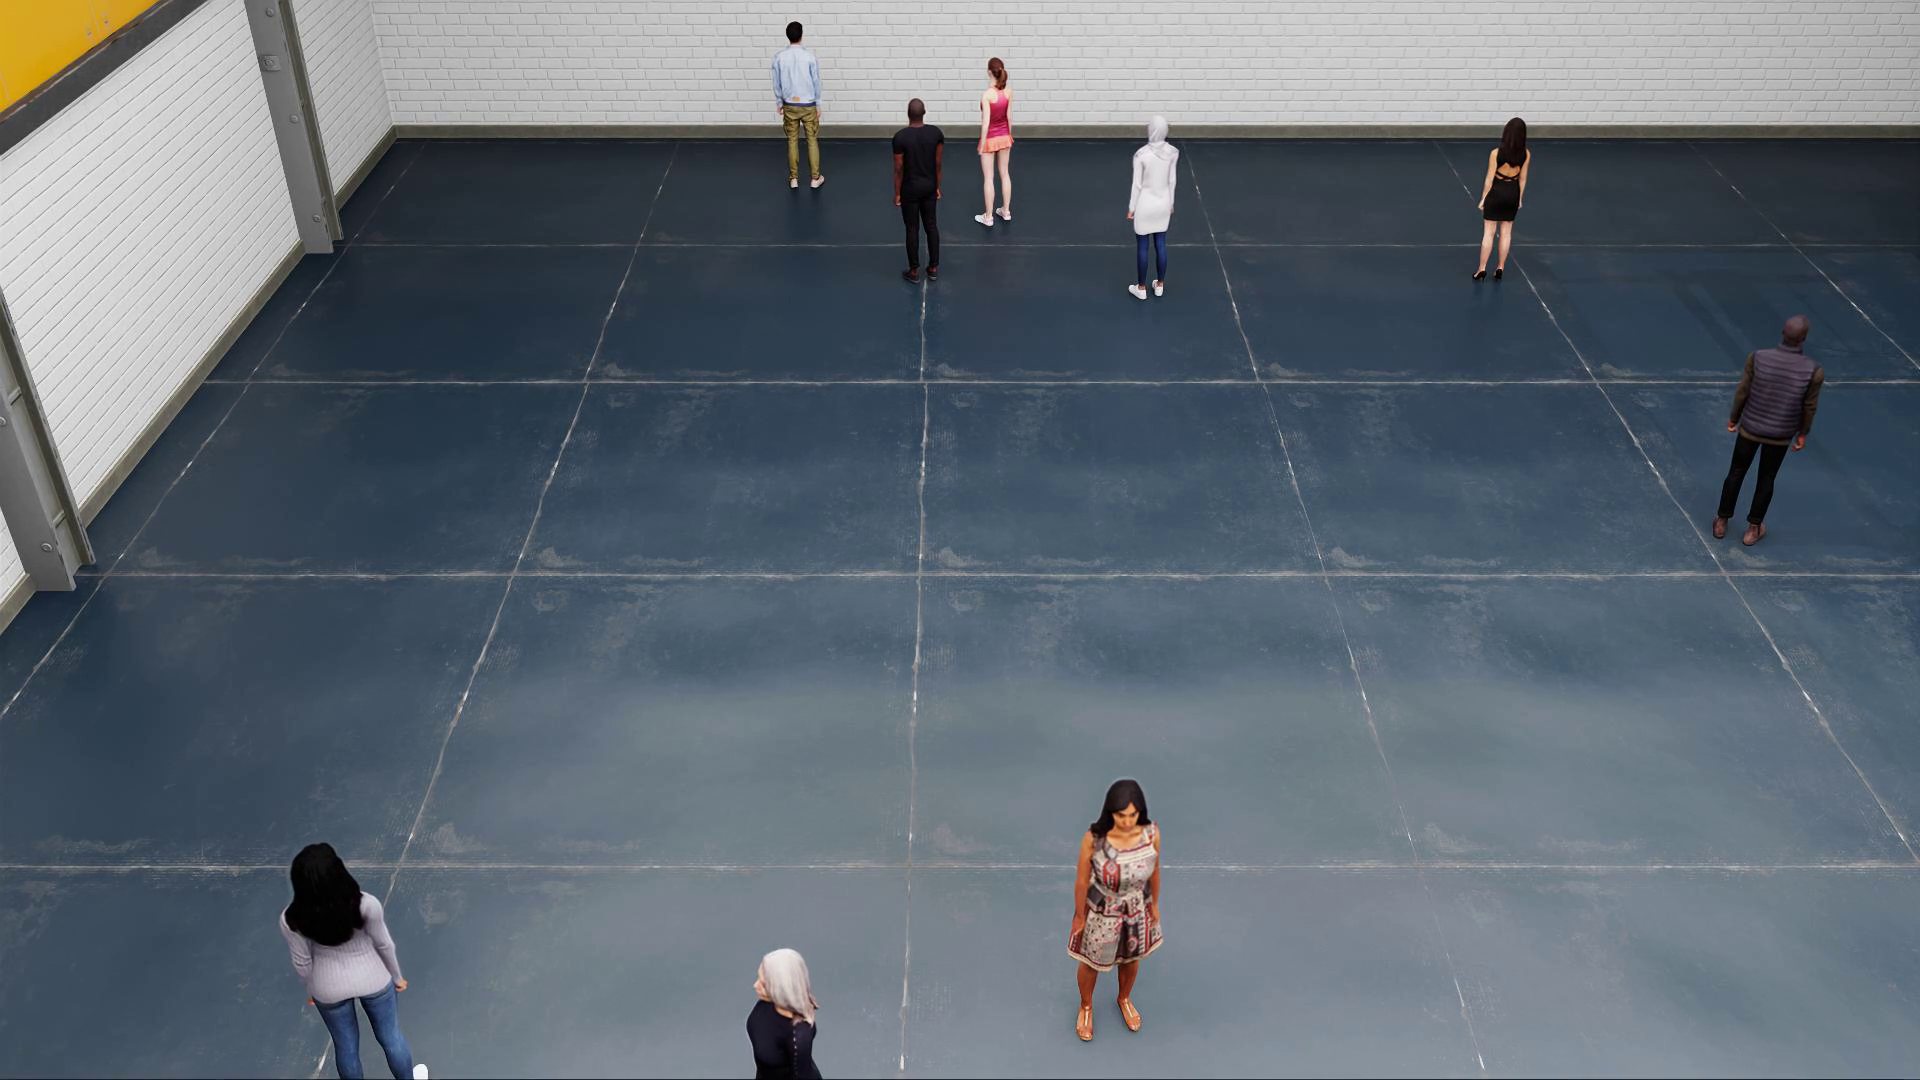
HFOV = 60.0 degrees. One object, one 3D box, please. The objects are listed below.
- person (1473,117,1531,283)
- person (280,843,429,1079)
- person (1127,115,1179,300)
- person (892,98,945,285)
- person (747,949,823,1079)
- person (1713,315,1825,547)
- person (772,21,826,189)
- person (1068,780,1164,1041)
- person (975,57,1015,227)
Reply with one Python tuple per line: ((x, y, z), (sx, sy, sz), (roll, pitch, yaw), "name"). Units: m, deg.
((5.252, -3.282, 16.102), (0.549, 1.650, 0.465), (1, 34, 1), "person")
((-2.890, 2.115, 7.905), (0.656, 1.736, 0.607), (-8, 34, -12), "person")
((1.825, -3.156, 15.801), (0.676, 1.775, 0.639), (-10, 35, -14), "person")
((-0.400, -3.377, 16.093), (0.733, 1.819, 0.686), (-11, 35, -16), "person")
((-0.764, 2.448, 7.395), (0.744, 1.747, 0.638), (-15, 36, -21), "person")
((5.921, -0.814, 12.223), (0.780, 1.835, 0.771), (19, 38, 26), "person")
((-1.749, -4.743, 18.154), (0.684, 1.811, 0.573), (2, 34, 4), "person")
((0.795, 1.847, 8.391), (0.691, 1.645, 0.596), (-7, 34, -10), "person")
((0.367, -4.163, 17.334), (0.671, 1.754, 0.717), (-22, 40, -30), "person")
